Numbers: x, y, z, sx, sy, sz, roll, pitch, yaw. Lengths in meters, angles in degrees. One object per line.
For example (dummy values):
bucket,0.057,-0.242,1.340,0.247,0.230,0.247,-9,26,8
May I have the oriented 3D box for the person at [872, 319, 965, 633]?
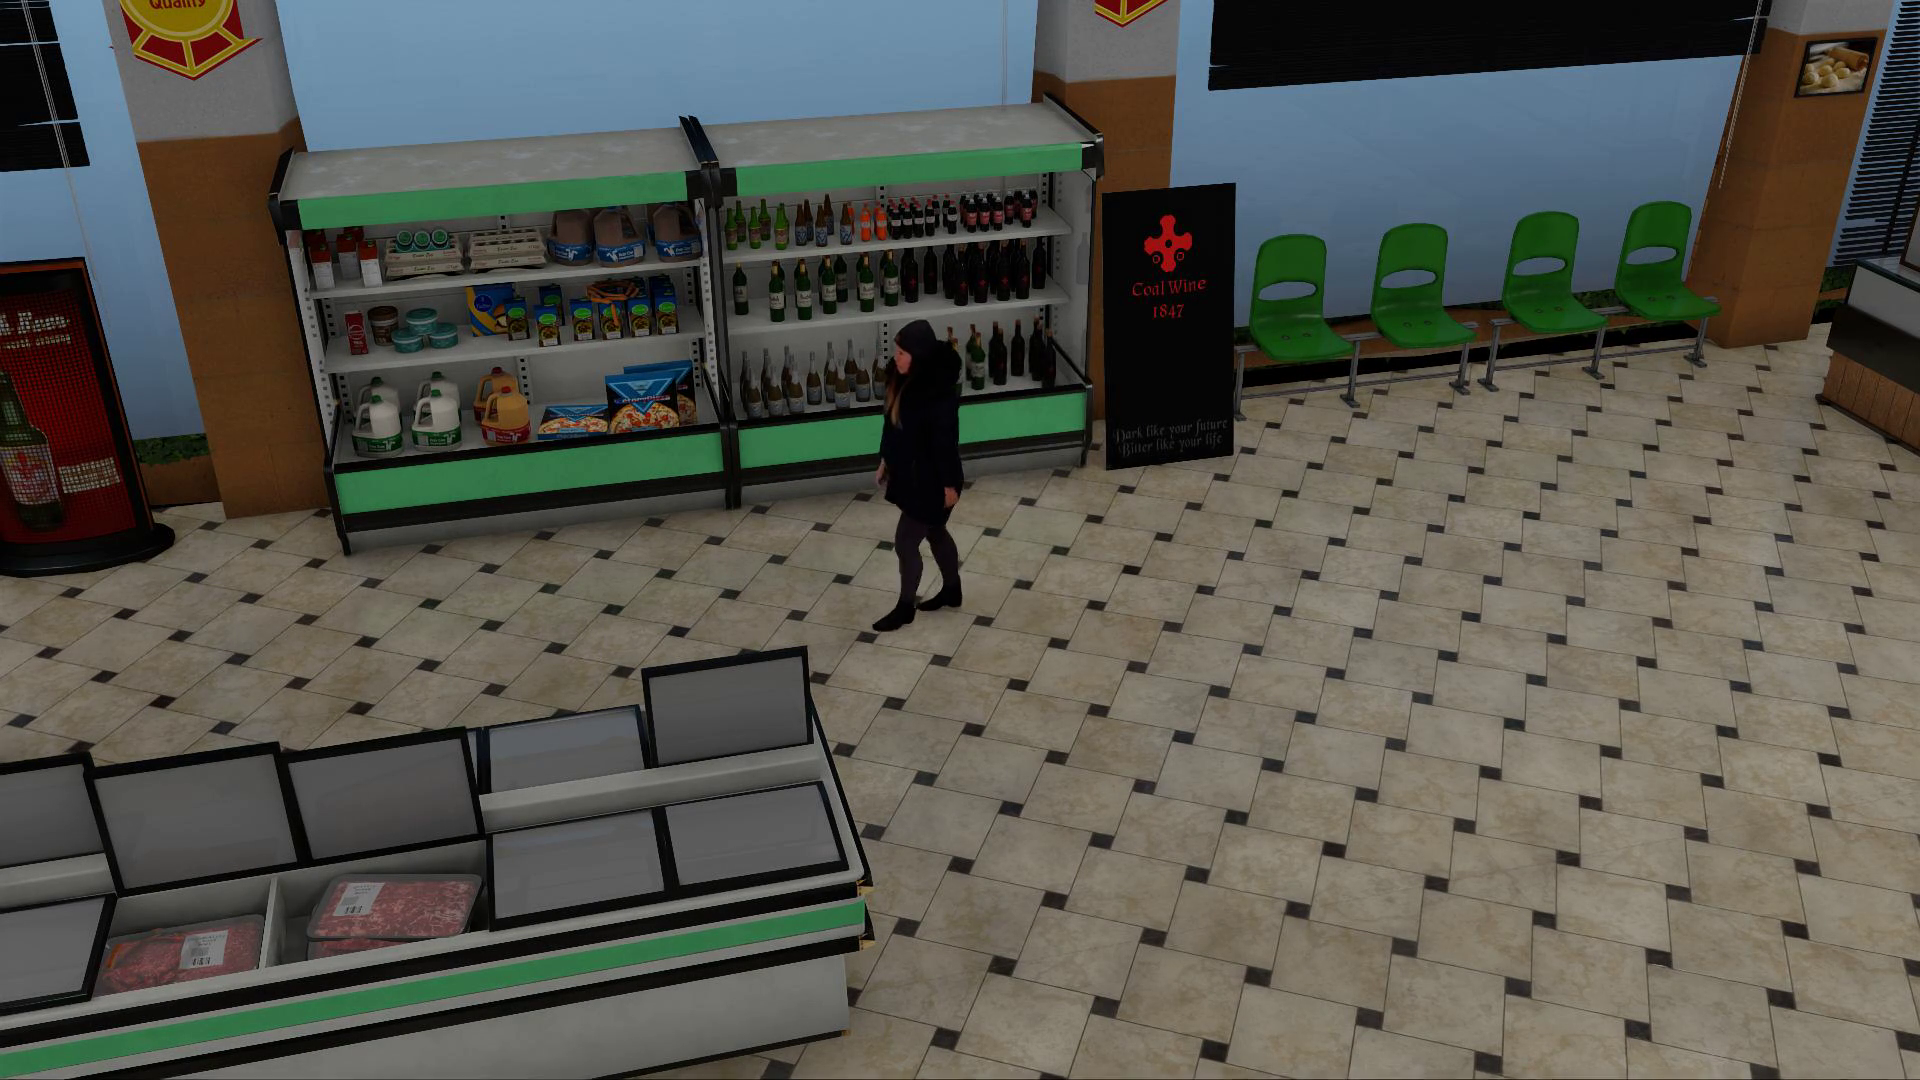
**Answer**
person,-0.105,-0.345,8.430,0.833,1.658,0.727,-11,31,-20
